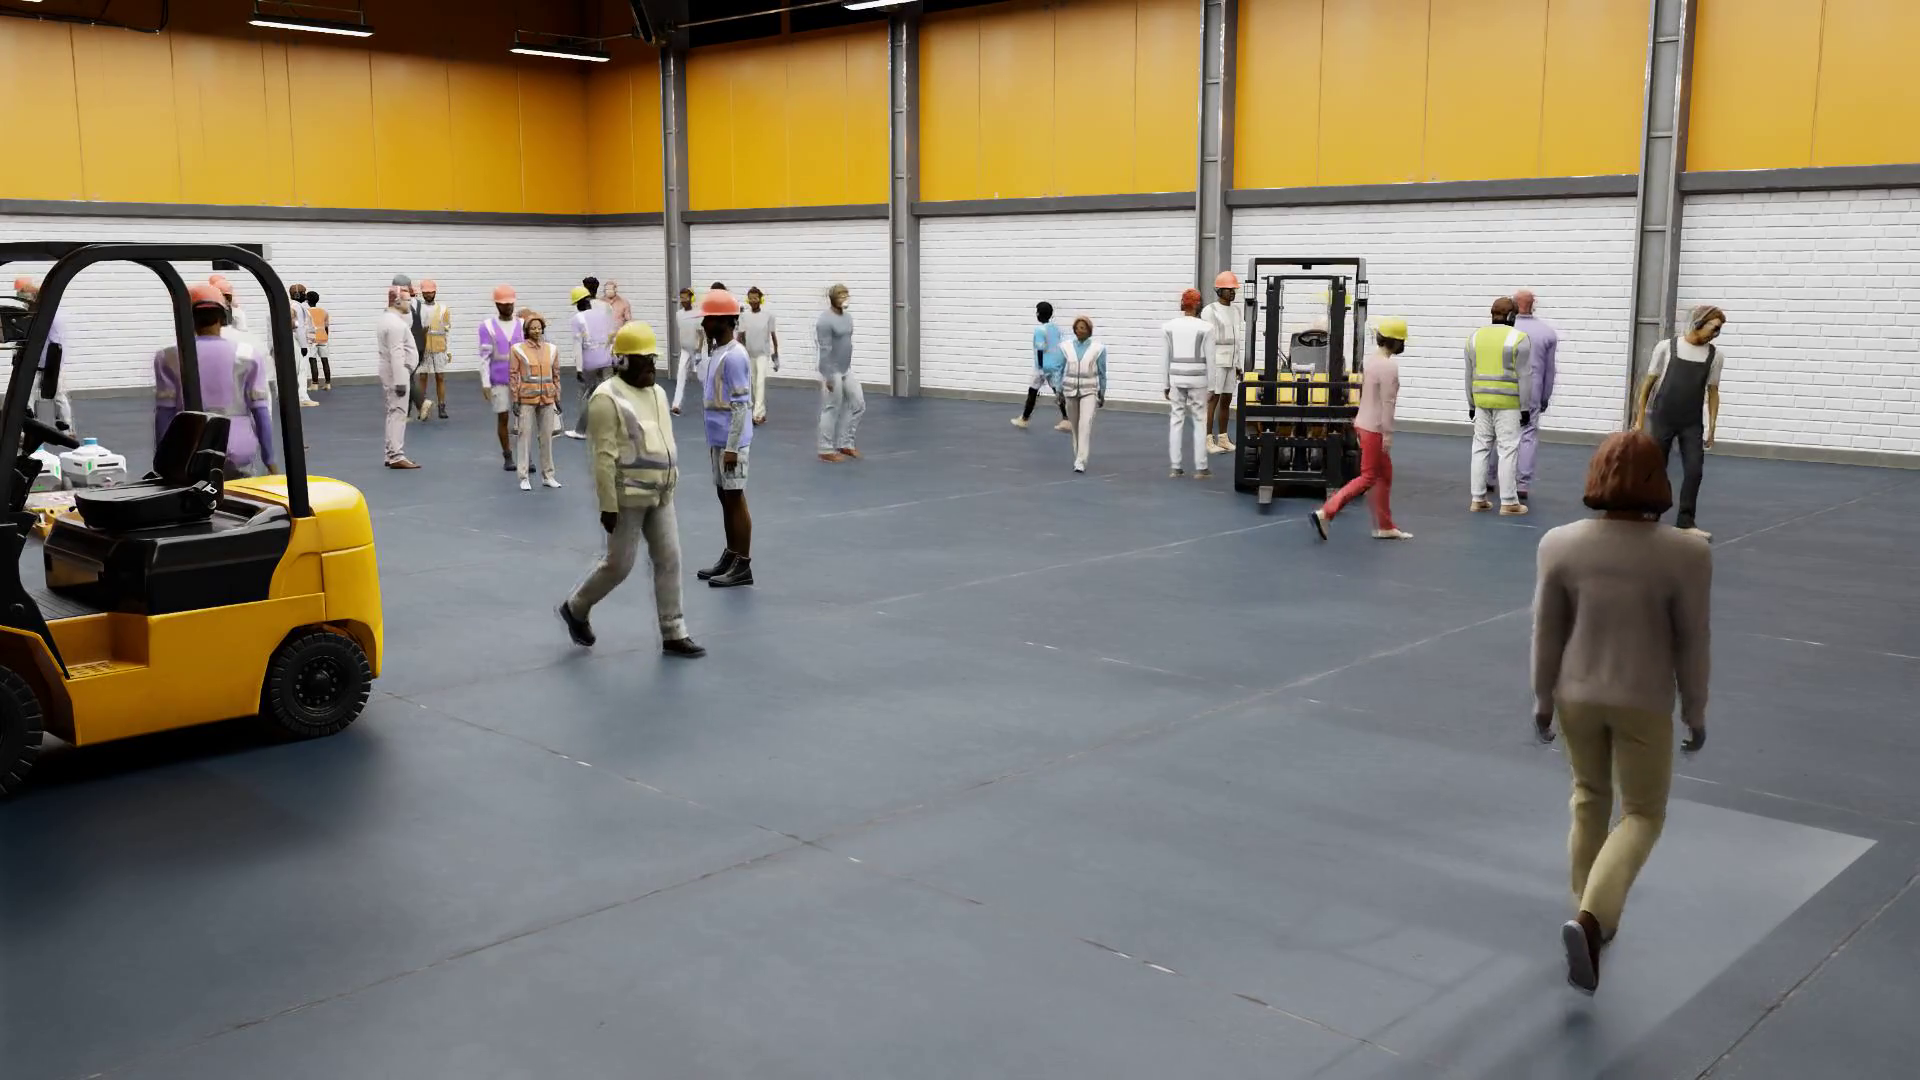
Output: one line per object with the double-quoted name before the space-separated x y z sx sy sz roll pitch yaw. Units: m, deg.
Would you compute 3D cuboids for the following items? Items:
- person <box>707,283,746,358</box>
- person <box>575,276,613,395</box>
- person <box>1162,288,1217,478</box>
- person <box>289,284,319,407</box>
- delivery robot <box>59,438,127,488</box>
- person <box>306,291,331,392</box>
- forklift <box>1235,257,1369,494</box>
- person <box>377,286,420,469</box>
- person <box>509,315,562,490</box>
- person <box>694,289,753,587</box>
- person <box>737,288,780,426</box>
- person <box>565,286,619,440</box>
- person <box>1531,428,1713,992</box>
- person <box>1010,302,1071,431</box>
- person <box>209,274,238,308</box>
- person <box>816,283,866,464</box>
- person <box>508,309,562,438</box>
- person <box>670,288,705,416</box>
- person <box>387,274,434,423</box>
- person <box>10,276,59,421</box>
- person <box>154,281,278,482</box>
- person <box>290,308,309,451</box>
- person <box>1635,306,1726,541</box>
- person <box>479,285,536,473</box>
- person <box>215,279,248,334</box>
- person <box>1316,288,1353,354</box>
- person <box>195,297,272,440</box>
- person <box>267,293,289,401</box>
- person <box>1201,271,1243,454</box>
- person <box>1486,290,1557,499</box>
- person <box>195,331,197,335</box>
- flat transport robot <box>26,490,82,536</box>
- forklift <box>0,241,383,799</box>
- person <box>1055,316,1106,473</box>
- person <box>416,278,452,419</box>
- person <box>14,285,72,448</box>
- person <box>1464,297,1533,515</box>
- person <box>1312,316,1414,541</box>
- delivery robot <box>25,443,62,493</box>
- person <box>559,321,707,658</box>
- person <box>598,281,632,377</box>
"person" -3.493 -2.921 24.979 0.645 1.870 0.691 1 9 5
"person" -5.088 -2.674 23.134 0.370 1.967 0.602 8 12 42
"person" 2.278 -1.546 16.499 0.583 1.880 0.392 5 11 30
"person" -9.952 -2.934 25.114 0.429 1.845 0.622 -6 11 -32
"delivery robot" -7.760 -0.670 14.875 0.707 0.478 0.477 8 12 41
"person" -10.907 -3.358 28.147 0.322 1.696 0.536 7 11 35
"forklift" 3.309 -1.629 16.029 1.214 2.155 2.313 2 9 11
"person" -5.824 -1.685 17.293 0.396 1.899 0.650 -4 10 -25
"person" -3.994 -1.292 15.662 0.511 1.641 0.308 -8 12 -39
"person" -1.543 -0.663 10.891 0.359 1.938 0.545 -4 10 -21
"person" -2.702 -2.405 21.952 0.551 1.813 0.996 2 9 11
"person" -4.368 -2.110 20.010 0.751 1.850 0.917 -9 13 -42
"person" 1.878 0.485 4.827 0.500 1.615 0.657 8 12 40
"person" 1.078 -2.229 21.362 0.850 1.652 0.539 8 12 41
"person" -11.209 -3.033 25.250 0.611 1.994 0.379 3 10 20
"person" -1.242 -1.754 17.643 0.620 1.915 0.653 5 10 27
"person" -5.221 -2.029 20.341 0.840 1.580 0.519 4 10 21
"person" -3.808 -2.668 23.606 0.557 1.805 0.994 4 10 24
"person" -7.337 -2.550 22.145 0.770 2.000 0.689 4 10 21
"person" -12.308 -2.515 22.126 0.564 1.977 0.628 3 10 18
"person" -4.391 -0.519 9.811 0.650 2.011 0.791 -3 10 -20
"person" -7.623 -1.825 18.950 0.280 1.633 0.500 -2 10 -15
"person" 5.393 -0.869 12.609 0.664 1.805 0.345 2 10 14
"person" -4.546 -1.610 16.809 0.563 1.897 0.898 -5 10 -27
"person" -9.097 -2.257 20.679 0.557 1.935 0.375 -1 9 -5
"person" 3.928 -1.735 17.596 0.413 1.891 0.702 3 10 15
"person" -5.317 -0.831 12.111 0.699 1.891 0.629 5 11 29
"person" -10.437 -2.981 25.731 0.480 1.727 0.450 -2 9 -12
"person" 2.969 -1.986 18.681 0.608 2.044 0.371 -8 12 -42
"person" 5.076 -1.341 15.260 0.674 1.865 0.902 1 9 5
"person" -9.939 -2.394 22.078 0.757 1.737 0.556 5 11 29
"flat transport robot" -7.195 -0.235 13.367 0.652 0.197 1.431 -8 12 -40
"forklift" -3.706 -0.171 7.093 1.214 2.155 2.313 9 13 43
"person" 1.252 -1.510 17.147 0.508 1.593 0.897 3 10 17
"person" -7.307 -2.638 22.998 0.546 1.939 0.375 -3 10 -19
"person" -10.743 -2.018 19.364 0.653 1.882 1.007 1 9 8
"person" 4.570 -1.130 14.073 0.429 1.838 0.621 -7 12 -38
"person" 3.069 -0.834 12.596 0.783 1.728 0.560 -1 9 -4
"delivery robot" -7.998 -0.599 14.439 0.477 0.478 0.707 -5 10 -28
"person" -1.777 -0.267 8.884 0.823 1.803 0.602 5 10 26
"person" -5.950 -3.499 28.537 0.650 1.866 0.957 -3 10 -17
